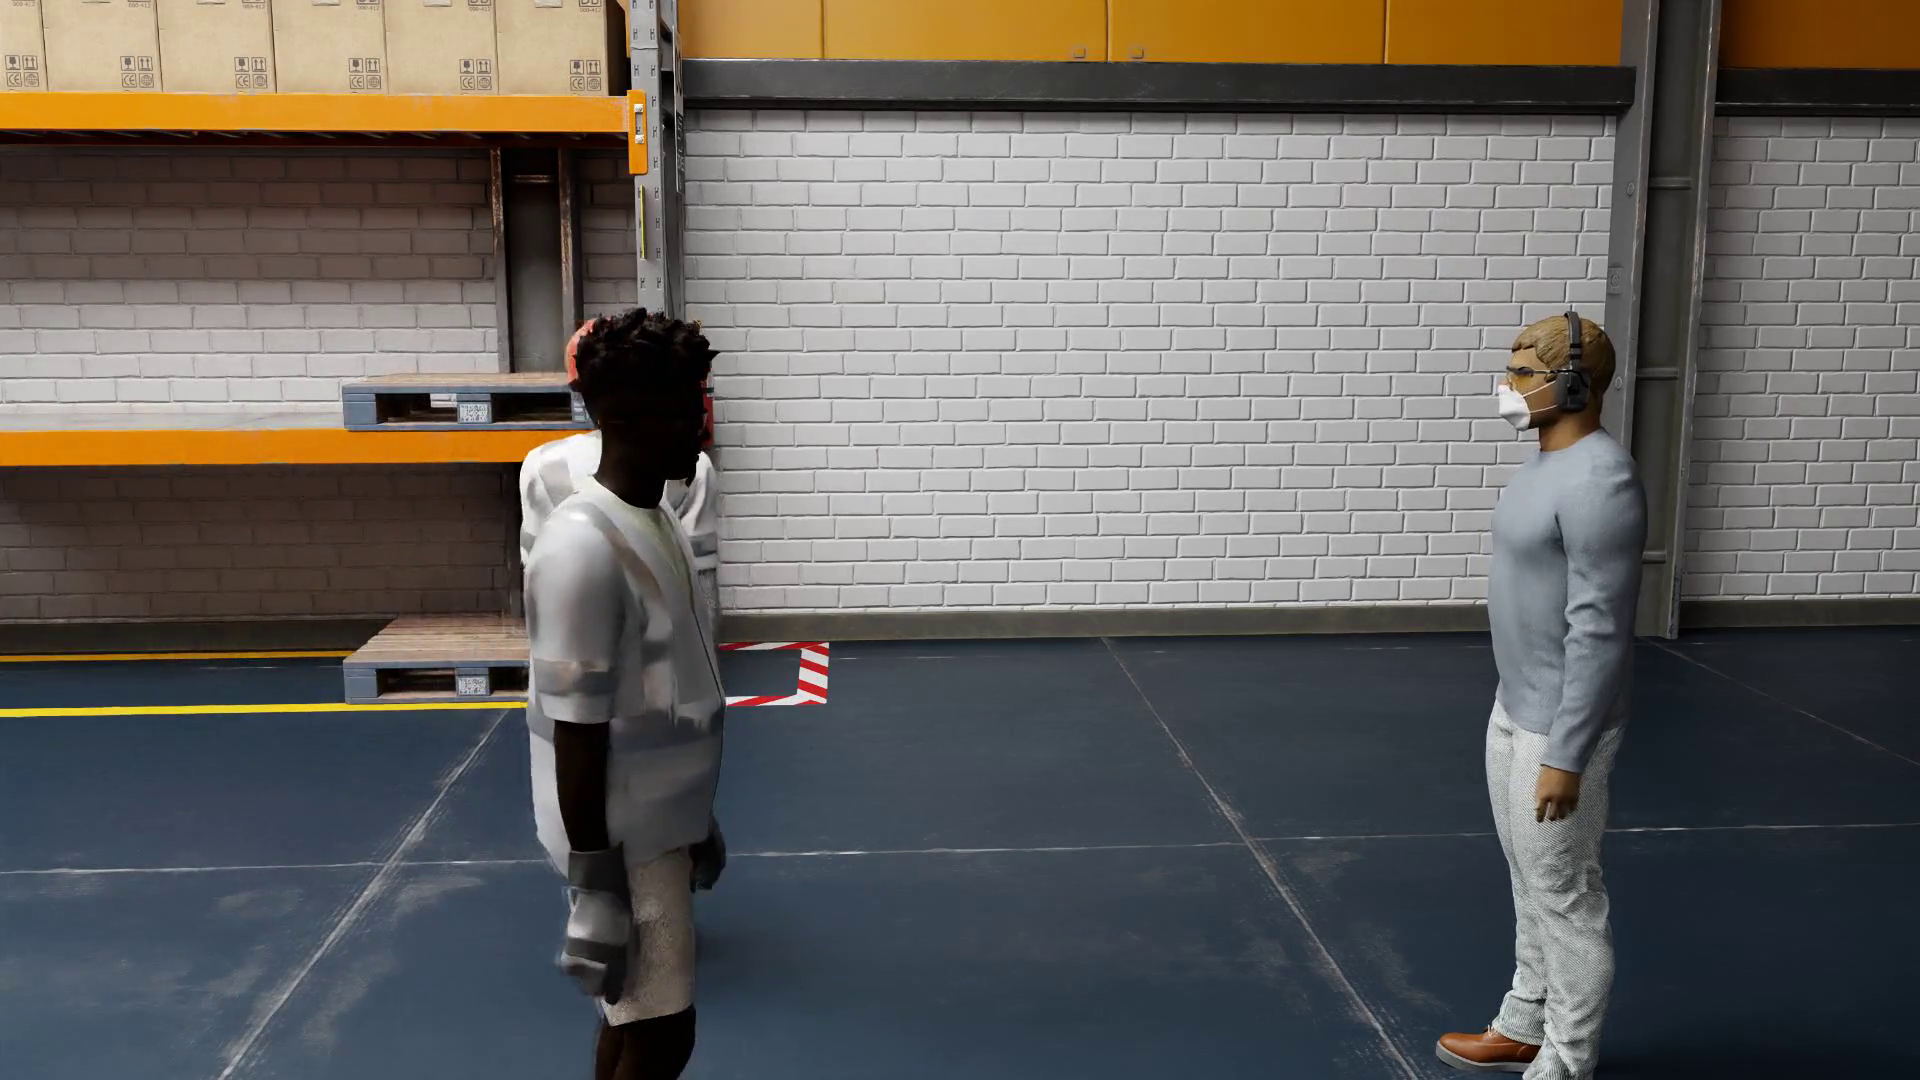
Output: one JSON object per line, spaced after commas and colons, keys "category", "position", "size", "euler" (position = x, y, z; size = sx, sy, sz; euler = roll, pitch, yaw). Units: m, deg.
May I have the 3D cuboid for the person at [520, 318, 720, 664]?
{"category": "person", "position": [-0.981, 0.319, 4.807], "size": [0.538, 1.901, 0.709], "euler": [-3, 9, -15]}

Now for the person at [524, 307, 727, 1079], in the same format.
{"category": "person", "position": [-0.607, 0.534, 3.233], "size": [0.405, 1.960, 0.653], "euler": [0, 9, 2]}

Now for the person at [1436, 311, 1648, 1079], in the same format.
{"category": "person", "position": [1.396, 0.434, 3.954], "size": [0.372, 1.940, 0.631], "euler": [1, 9, 6]}
